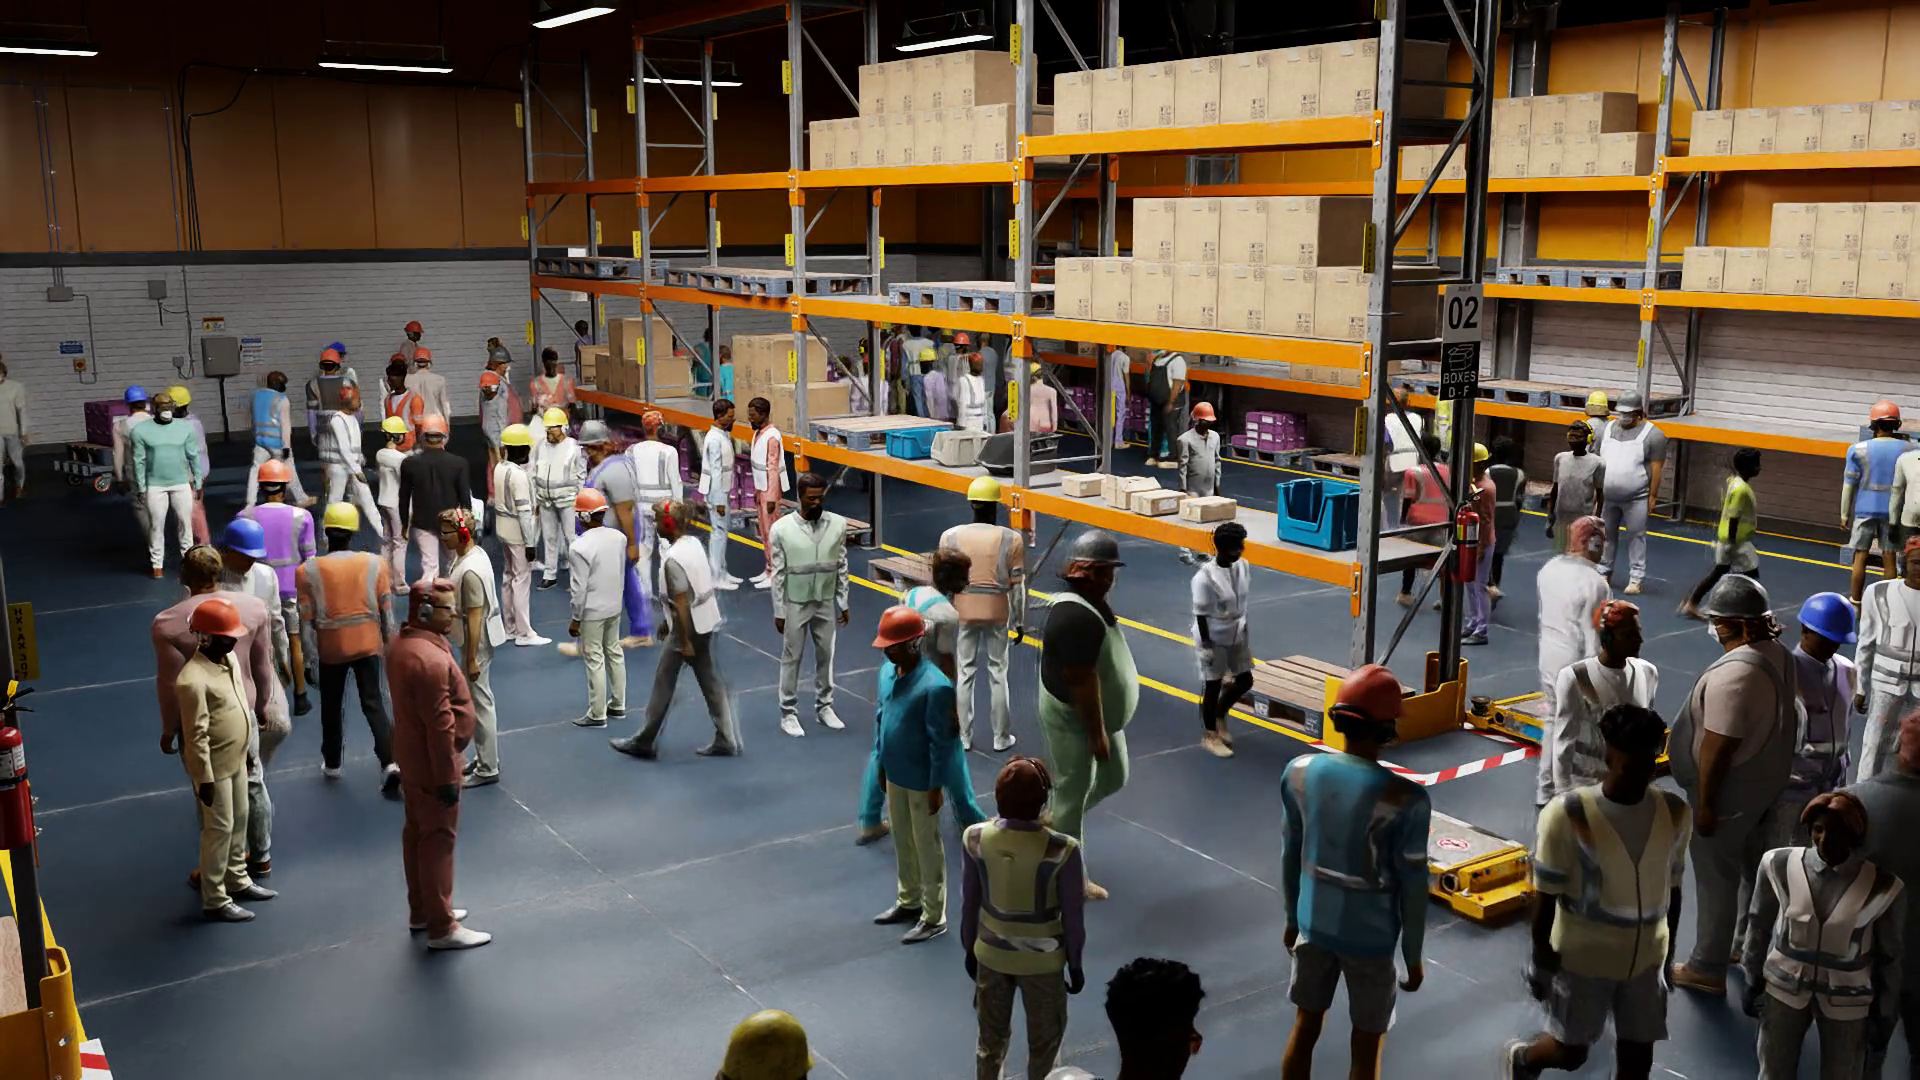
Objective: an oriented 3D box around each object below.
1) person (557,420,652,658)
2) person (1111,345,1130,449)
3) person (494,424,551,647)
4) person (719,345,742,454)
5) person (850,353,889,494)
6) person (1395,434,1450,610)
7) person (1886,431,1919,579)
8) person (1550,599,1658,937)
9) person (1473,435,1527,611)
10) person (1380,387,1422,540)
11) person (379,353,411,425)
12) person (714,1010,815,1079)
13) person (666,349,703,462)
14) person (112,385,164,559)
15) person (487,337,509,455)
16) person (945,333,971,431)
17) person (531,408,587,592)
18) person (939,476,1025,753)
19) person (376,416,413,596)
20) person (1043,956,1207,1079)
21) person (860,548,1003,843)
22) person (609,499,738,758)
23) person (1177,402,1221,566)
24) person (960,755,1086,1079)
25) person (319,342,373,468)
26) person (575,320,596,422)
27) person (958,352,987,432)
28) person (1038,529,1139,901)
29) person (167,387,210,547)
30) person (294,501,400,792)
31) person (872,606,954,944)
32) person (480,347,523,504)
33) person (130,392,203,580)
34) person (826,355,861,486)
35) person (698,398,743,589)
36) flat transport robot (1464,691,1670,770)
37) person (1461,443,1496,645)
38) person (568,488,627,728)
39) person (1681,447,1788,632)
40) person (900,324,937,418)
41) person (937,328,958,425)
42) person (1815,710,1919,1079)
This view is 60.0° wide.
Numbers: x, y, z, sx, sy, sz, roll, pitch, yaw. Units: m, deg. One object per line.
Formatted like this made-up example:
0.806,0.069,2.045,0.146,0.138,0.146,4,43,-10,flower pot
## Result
-3.045,-0.032,14.015,0.941,2.000,0.722,-4,12,-21,person
2.532,-2.358,26.462,0.352,1.835,0.518,-8,13,-34,person
-3.807,-0.042,14.360,0.370,1.927,0.588,-8,13,-35,person
-3.373,-1.901,24.099,0.390,1.839,0.564,10,15,41,person
-1.199,-1.538,22.075,0.563,1.909,0.572,-5,12,-22,person
4.416,-0.152,15.595,0.584,1.664,0.660,-4,12,-18,person
8.623,-0.152,14.802,0.599,1.973,0.633,-10,15,-42,person
3.116,1.211,8.058,0.575,1.884,0.355,-4,12,-22,person
5.011,-0.140,15.509,0.537,1.678,0.570,-1,11,-6,person
4.792,-0.781,18.405,0.602,1.821,0.637,-5,12,-24,person
-7.477,-1.571,22.333,0.578,1.878,0.340,-4,12,-19,person
-0.505,2.029,4.272,0.492,1.729,0.324,5,12,26,person
-4.206,-2.021,25.073,0.887,1.705,0.543,7,13,30,person
-8.658,-0.693,17.719,0.623,1.919,0.833,-9,14,-40,person
-7.117,-2.203,25.627,0.345,1.846,0.508,-7,13,-33,person
0.006,-2.186,25.331,0.388,1.930,0.544,-8,14,-37,person
-3.963,-0.394,16.401,0.586,1.833,0.403,3,11,13,person
0.154,0.518,11.502,0.594,1.921,0.372,1,11,7,person
-5.512,-0.332,16.282,0.337,1.757,0.518,-11,15,-44,person
0.383,1.962,4.094,0.479,1.943,0.632,-8,14,-35,person
-0.189,0.927,9.798,0.831,1.776,0.575,-8,13,-34,person
-1.954,0.618,11.309,0.913,1.793,0.570,2,11,8,person
2.557,-0.600,17.682,0.566,1.744,0.350,-7,13,-32,person
0.236,1.645,6.492,0.519,1.633,0.314,5,12,25,person
-8.854,-1.903,23.991,0.649,1.875,1.035,5,12,23,person
-6.396,-2.801,28.476,0.367,1.933,0.627,2,11,11,person
0.166,-1.606,22.502,0.471,1.872,0.654,7,13,32,person
0.688,0.931,9.089,0.568,2.000,0.667,5,12,24,person
-8.411,-0.748,18.137,0.442,1.884,0.809,-9,14,-37,person
-3.939,0.692,10.745,0.595,1.887,0.898,-7,13,-31,person
-0.269,1.186,8.561,0.350,1.739,0.575,-8,14,-36,person
-5.935,-1.503,21.544,0.535,2.000,0.699,-2,11,-12,person
-8.083,-0.552,16.999,0.643,1.927,0.391,-7,13,-31,person
-1.474,-1.581,22.526,0.959,1.826,0.522,9,14,40,person
-2.392,-0.458,16.545,0.405,1.909,0.597,0,11,-2,person
4.317,1.317,11.653,0.652,0.197,1.431,-7,13,-31,flat transport robot
4.465,0.029,14.450,0.340,1.752,0.528,-1,11,-3,person
-2.646,0.487,12.093,0.324,1.752,0.562,5,12,25,person
7.004,-0.023,14.991,0.876,1.647,0.538,5,12,23,person
-0.739,-2.850,28.903,0.612,1.857,1.030,-3,11,-13,person
-0.234,-2.894,29.425,0.493,1.743,0.299,-10,15,-43,person
3.555,1.558,6.280,0.717,1.892,0.422,5,12,22,person
